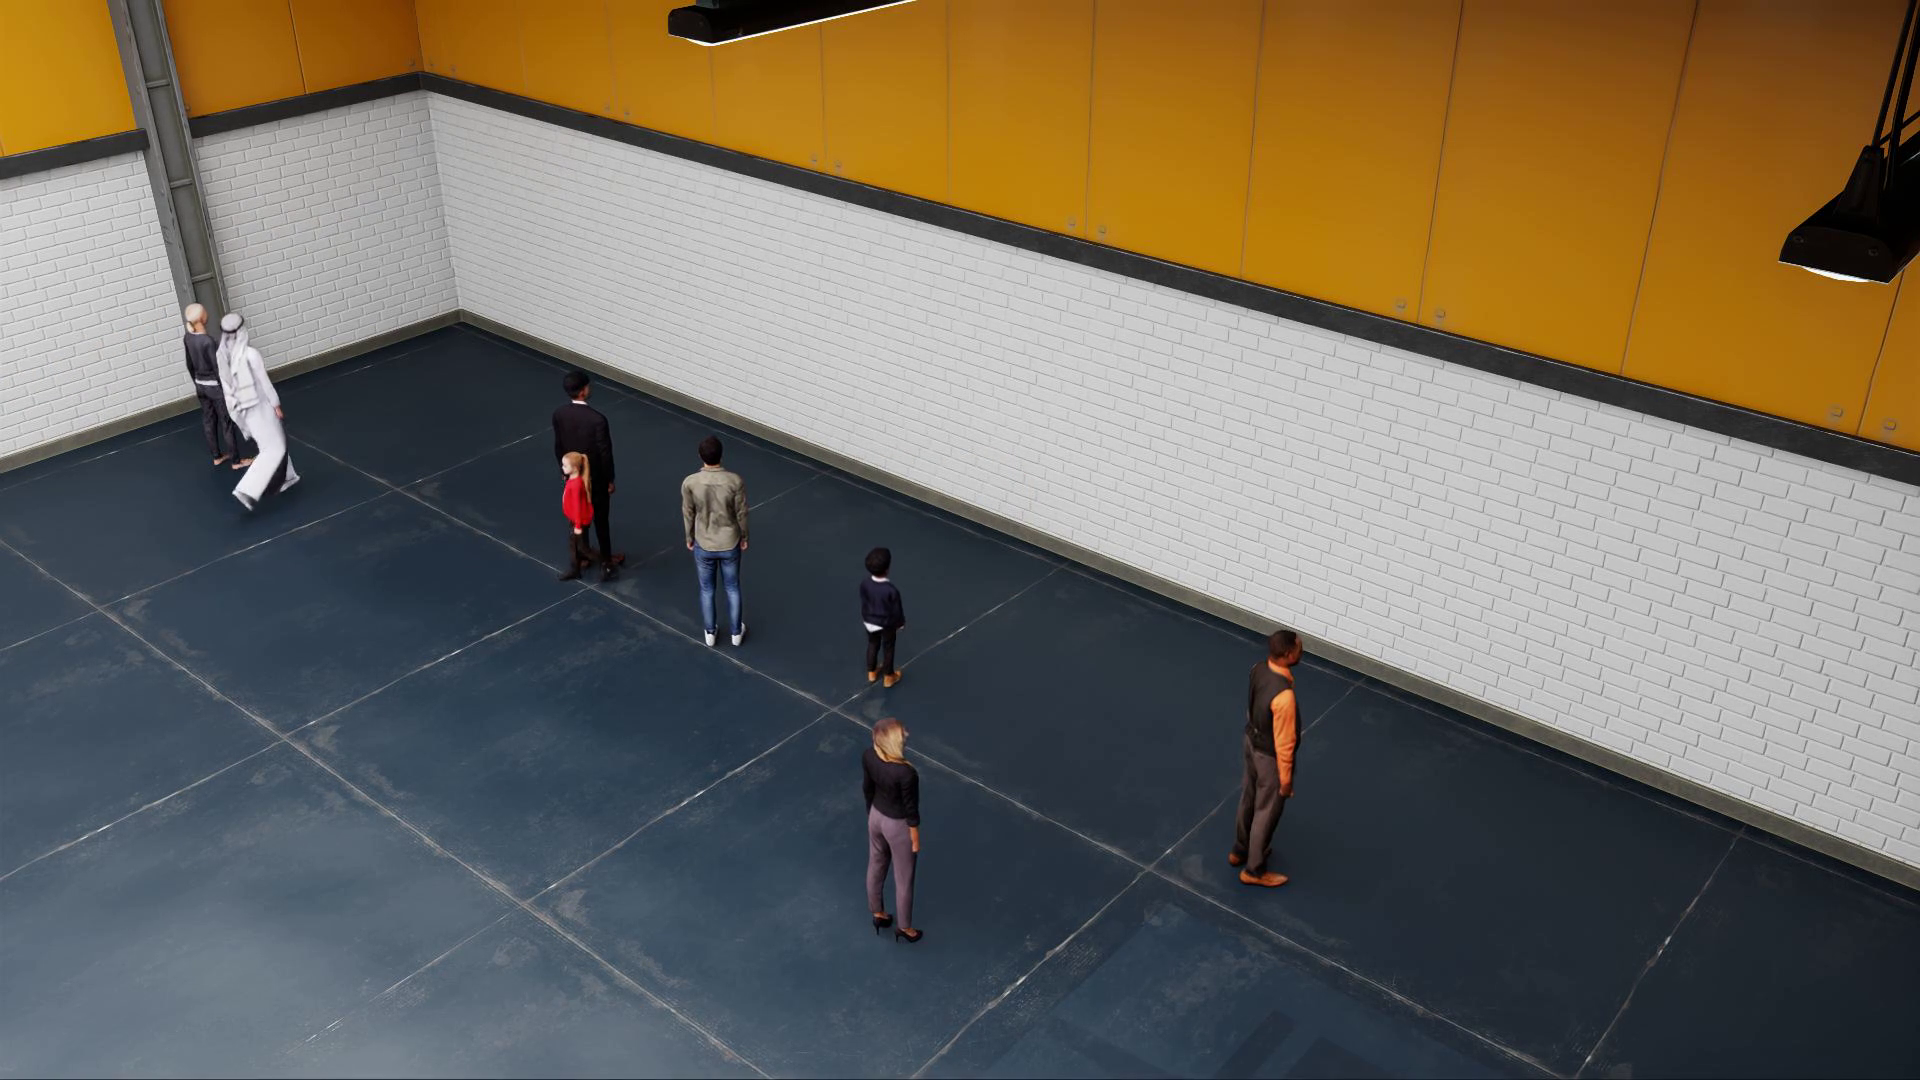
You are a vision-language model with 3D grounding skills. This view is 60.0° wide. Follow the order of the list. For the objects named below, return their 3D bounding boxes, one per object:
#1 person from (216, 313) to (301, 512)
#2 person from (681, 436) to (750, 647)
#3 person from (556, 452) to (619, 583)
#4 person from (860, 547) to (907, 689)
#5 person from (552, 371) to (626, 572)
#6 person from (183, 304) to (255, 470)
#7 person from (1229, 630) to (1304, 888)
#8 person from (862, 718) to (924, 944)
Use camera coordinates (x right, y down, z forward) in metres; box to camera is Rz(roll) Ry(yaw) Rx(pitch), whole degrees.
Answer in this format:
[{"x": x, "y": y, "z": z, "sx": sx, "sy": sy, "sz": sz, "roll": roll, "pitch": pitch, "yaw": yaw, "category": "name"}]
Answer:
[{"x": -6.756, "y": -1.208, "z": 15.830, "sx": 0.885, "sy": 1.903, "sz": 1.211, "roll": 11, "pitch": 31, "yaw": 20, "category": "person"}, {"x": -1.996, "y": 0.027, "z": 13.608, "sx": 0.759, "sy": 1.863, "sz": 0.834, "roll": -4, "pitch": 29, "yaw": -7, "category": "person"}, {"x": -3.303, "y": -0.191, "z": 14.623, "sx": 0.853, "sy": 1.273, "sz": 0.754, "roll": -6, "pitch": 29, "yaw": -11, "category": "person"}, {"x": -0.628, "y": 0.623, "z": 13.184, "sx": 0.539, "sy": 1.222, "sz": 0.552, "roll": 15, "pitch": 32, "yaw": 26, "category": "person"}, {"x": -3.312, "y": -0.599, "z": 14.740, "sx": 0.762, "sy": 1.877, "sz": 0.702, "roll": 9, "pitch": 30, "yaw": 16, "category": "person"}, {"x": -7.489, "y": -1.546, "z": 16.636, "sx": 0.649, "sy": 1.725, "sz": 0.596, "roll": 14, "pitch": 32, "yaw": 24, "category": "person"}, {"x": 2.031, "y": 1.426, "z": 10.999, "sx": 0.828, "sy": 1.906, "sz": 0.797, "roll": -6, "pitch": 29, "yaw": -11, "category": "person"}, {"x": -0.437, "y": 1.838, "z": 10.489, "sx": 0.590, "sy": 1.670, "sz": 0.524, "roll": 23, "pitch": 36, "yaw": 36, "category": "person"}]
